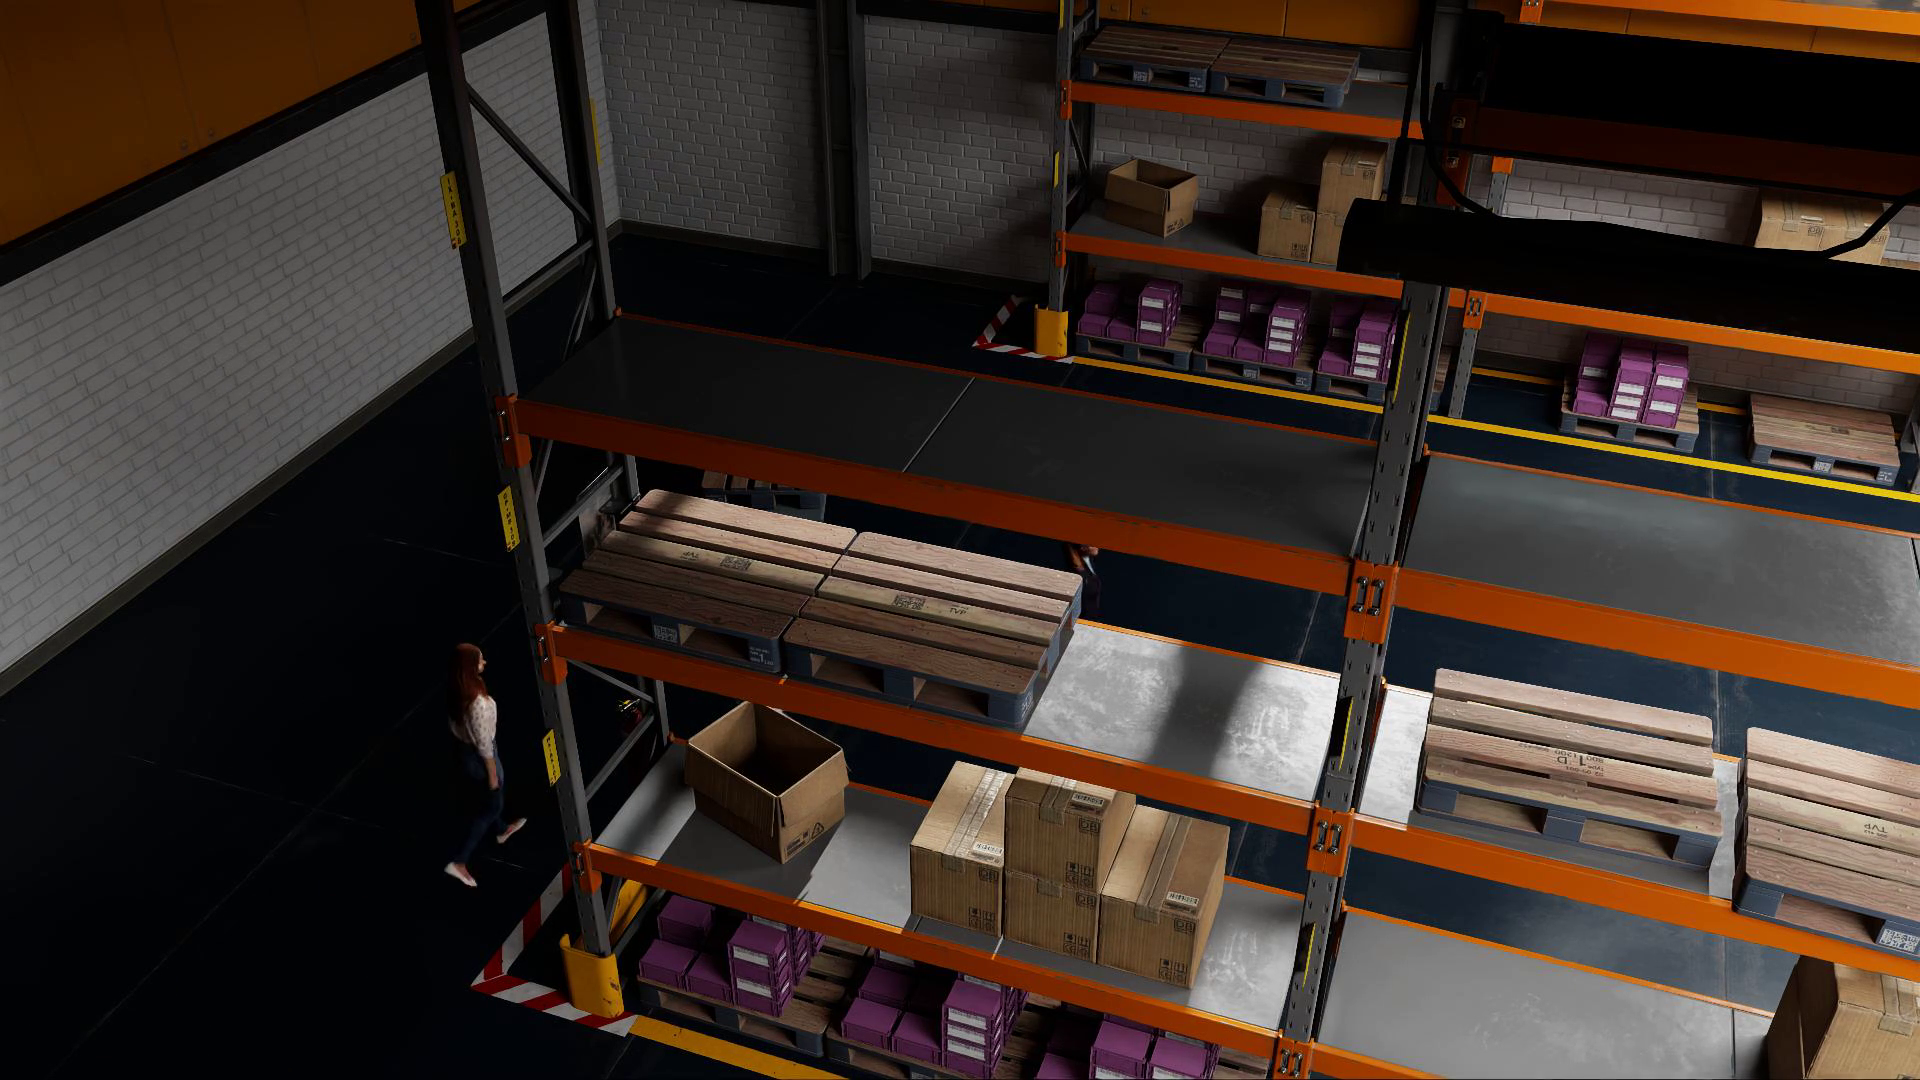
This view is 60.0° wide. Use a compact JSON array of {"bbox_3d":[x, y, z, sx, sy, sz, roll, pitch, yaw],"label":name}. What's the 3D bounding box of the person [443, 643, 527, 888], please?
[{"bbox_3d":[-3.079,1.398,10.426,0.912,1.714,0.982,-27,42,-34],"label":"person"}]
